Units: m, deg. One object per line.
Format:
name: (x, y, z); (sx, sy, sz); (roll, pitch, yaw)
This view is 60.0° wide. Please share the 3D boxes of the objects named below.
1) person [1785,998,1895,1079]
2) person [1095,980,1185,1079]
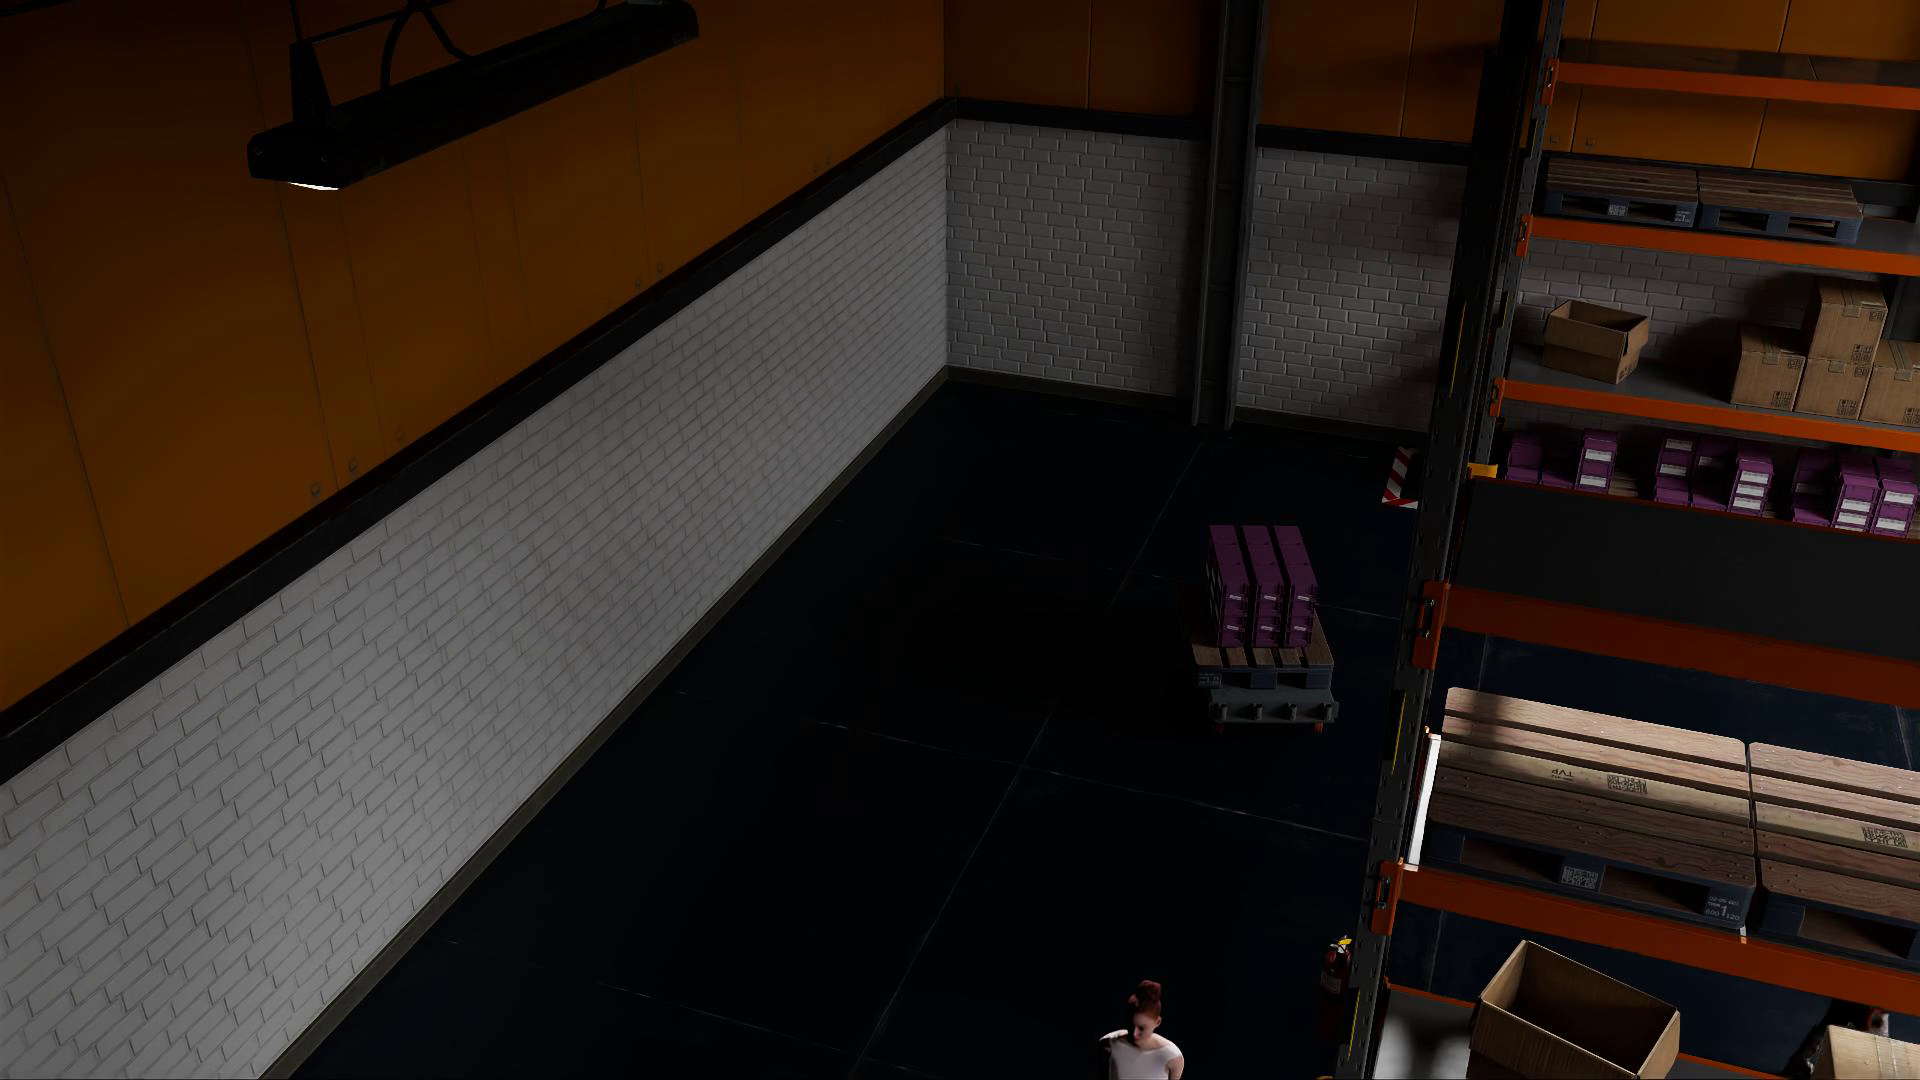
person: (4.849, 2.486, 9.027); (0.909, 1.280, 0.594); (5, 29, 10)
person: (0.834, 2.805, 7.906); (0.420, 1.793, 0.635); (9, 30, 15)
